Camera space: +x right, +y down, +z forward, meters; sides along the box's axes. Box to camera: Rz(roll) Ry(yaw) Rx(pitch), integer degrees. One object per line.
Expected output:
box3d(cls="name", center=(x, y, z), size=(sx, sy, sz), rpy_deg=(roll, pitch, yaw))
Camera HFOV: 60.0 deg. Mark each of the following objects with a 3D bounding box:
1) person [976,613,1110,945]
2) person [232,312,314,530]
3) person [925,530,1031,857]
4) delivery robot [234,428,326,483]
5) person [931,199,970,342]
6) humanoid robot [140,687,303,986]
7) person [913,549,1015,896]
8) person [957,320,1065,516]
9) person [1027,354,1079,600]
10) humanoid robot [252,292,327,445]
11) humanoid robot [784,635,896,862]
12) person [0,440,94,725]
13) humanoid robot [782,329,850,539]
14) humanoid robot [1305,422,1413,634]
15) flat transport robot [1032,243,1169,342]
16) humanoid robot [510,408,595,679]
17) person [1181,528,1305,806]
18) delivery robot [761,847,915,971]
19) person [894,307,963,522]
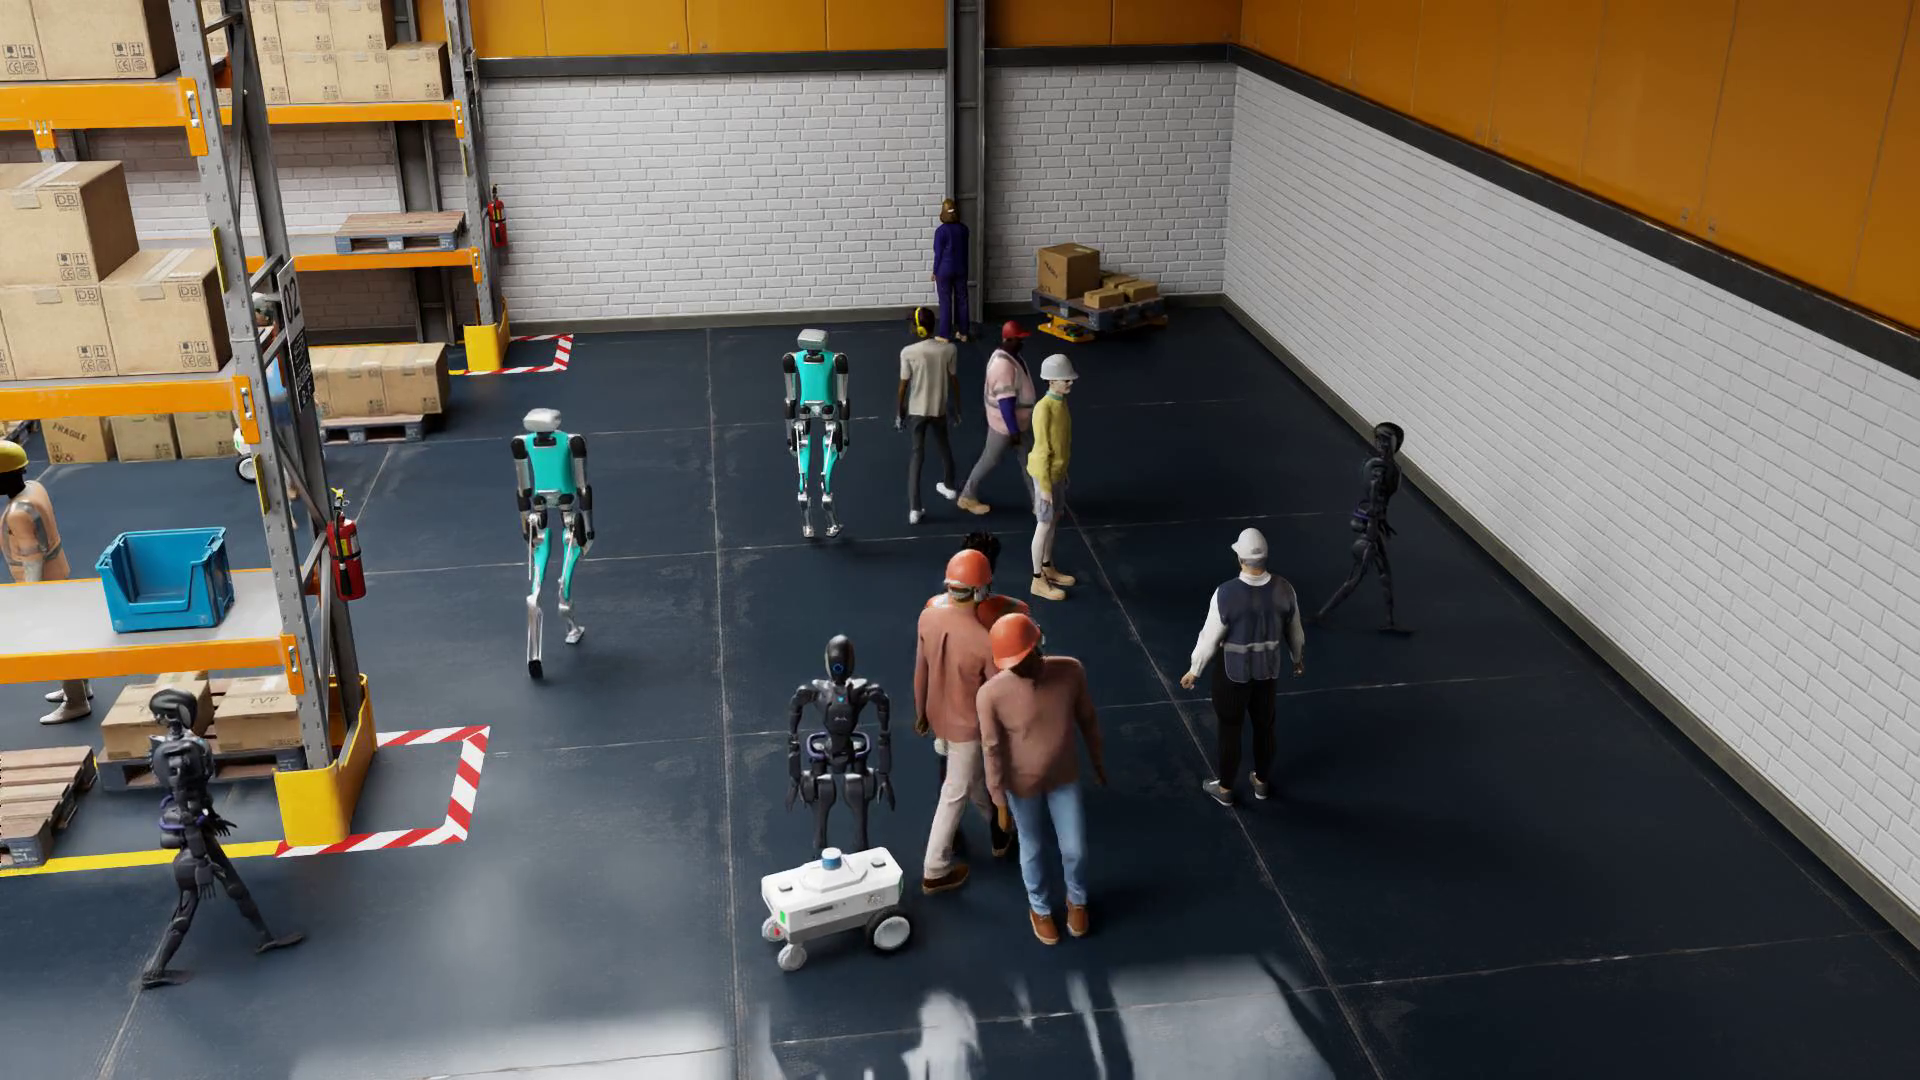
box3d(cls="person", center=(0.428, 1.234, 8.515), size=(0.720, 1.943, 0.430), rpy_deg=(-6, 24, -14))
box3d(cls="person", center=(-5.678, -1.019, 13.785), size=(0.641, 1.821, 0.638), rpy_deg=(-16, 28, -32))
box3d(cls="person", center=(0.096, 0.874, 9.318), size=(0.605, 1.953, 0.405), rpy_deg=(3, 24, 6))
box3d(cls="delivery robot", center=(-6.151, -0.848, 14.989), size=(0.808, 0.607, 0.499), rpy_deg=(-7, 25, -15))
box3d(cls="person", center=(-0.112, -2.985, 18.513), size=(0.457, 1.618, 0.353), rpy_deg=(-14, 27, -29))
box3d(cls="humanoid robot", center=(-3.828, 1.478, 8.333), size=(0.783, 1.622, 0.584), rpy_deg=(-8, 25, -18))
box3d(cls="person", center=(0.130, 0.957, 9.121), size=(0.997, 1.946, 0.635), rpy_deg=(-17, 29, -34))
box3d(cls="person", center=(0.400, -0.992, 13.885), size=(0.918, 1.714, 0.594), rpy_deg=(8, 25, 18))
box3d(cls="person", center=(0.685, -0.486, 12.490), size=(0.385, 1.892, 0.470), rpy_deg=(9, 25, 19))
box3d(cls="humanoid robot", center=(-5.801, -1.285, 14.460), size=(0.771, 1.763, 0.536), rpy_deg=(2, 24, 4))
box3d(cls="humanoid robot", center=(-0.650, 1.236, 8.870), size=(0.594, 1.666, 0.428), rpy_deg=(-3, 24, -7))
box3d(cls="person", center=(-5.949, 0.267, 10.726), size=(0.369, 1.928, 0.584), rpy_deg=(-8, 25, -17))
box3d(cls="humanoid robot", center=(-1.157, -0.782, 13.185), size=(0.533, 1.677, 0.735), rpy_deg=(2, 24, 4))
box3d(cls="humanoid robot", center=(2.923, -0.075, 11.879), size=(0.762, 1.637, 0.610), rpy_deg=(9, 25, 20))
box3d(cls="flat transport robot", center=(1.659, -2.544, 19.193), size=(1.431, 0.231, 0.659), rpy_deg=(-16, 28, -32))
box3d(cls="humanoid robot", center=(-2.857, 0.065, 11.439), size=(0.558, 1.777, 0.963), rpy_deg=(2, 24, 4))
box3d(cls="person", center=(1.691, 0.758, 9.820), size=(0.755, 1.754, 0.447), rpy_deg=(-6, 24, -13))
box3d(cls="delivery robot", center=(-0.667, 1.889, 8.727), size=(0.774, 0.587, 0.499), rpy_deg=(-10, 26, -22))
box3d(cls="person", center=(-0.282, -1.104, 13.996), size=(0.597, 1.817, 0.712), rpy_deg=(-6, 24, -14))
